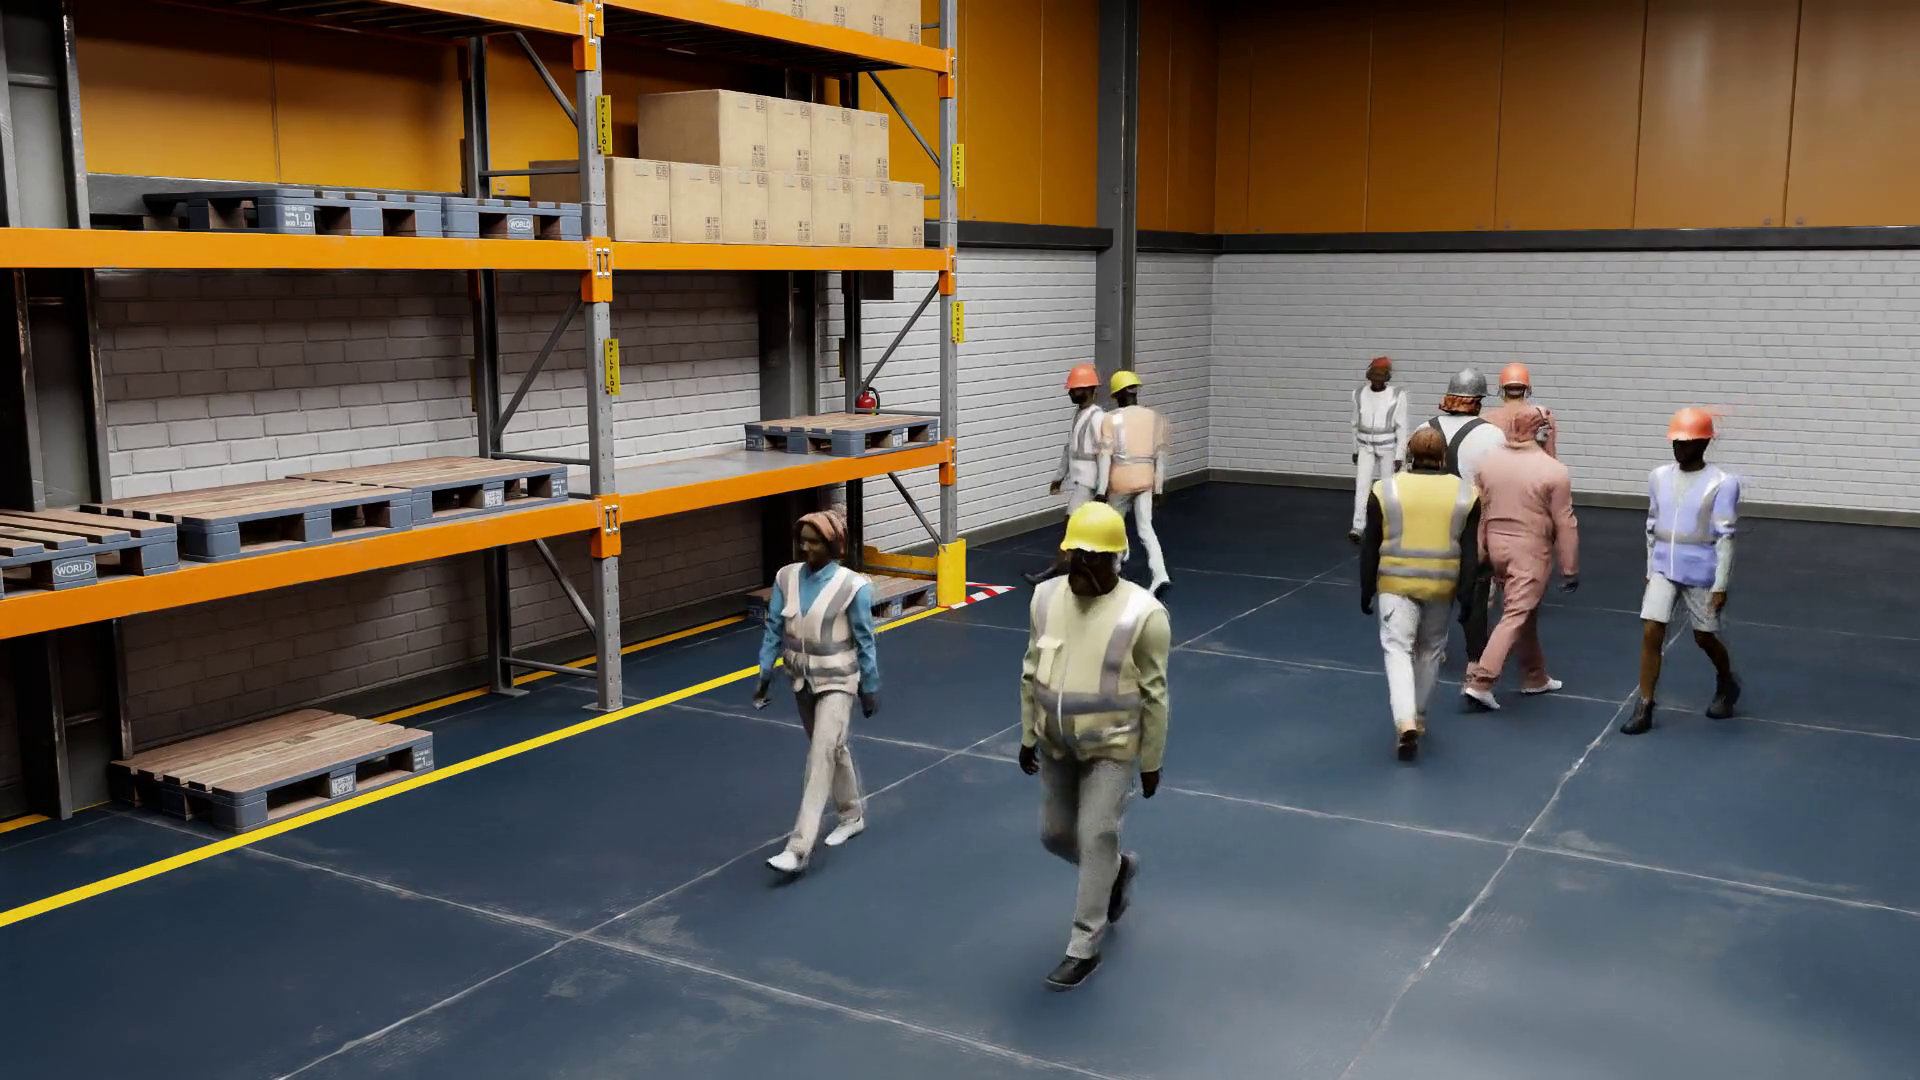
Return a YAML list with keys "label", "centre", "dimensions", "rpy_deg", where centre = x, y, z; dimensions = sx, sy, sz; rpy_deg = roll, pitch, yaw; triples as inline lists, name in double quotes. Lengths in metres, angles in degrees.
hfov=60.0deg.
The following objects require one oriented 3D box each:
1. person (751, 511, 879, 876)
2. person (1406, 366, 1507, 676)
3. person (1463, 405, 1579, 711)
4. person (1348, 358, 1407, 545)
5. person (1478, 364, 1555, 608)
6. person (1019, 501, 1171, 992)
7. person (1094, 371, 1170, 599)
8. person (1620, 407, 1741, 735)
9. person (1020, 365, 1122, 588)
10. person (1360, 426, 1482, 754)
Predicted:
- label: "person"
  centre: [-0.664, 0.670, 7.436]
  dimensions: [0.515, 1.594, 0.864]
  rpy_deg: [6, 11, 35]
- label: "person"
  centre: [3.338, -0.135, 11.063]
  dimensions: [0.682, 2.000, 0.536]
  rpy_deg: [9, 13, 43]
- label: "person"
  centre: [3.434, 0.102, 10.161]
  dimensions: [0.993, 1.861, 0.660]
  rpy_deg: [-6, 11, -31]
- label: "person"
  centre: [4.077, -0.868, 16.301]
  dimensions: [0.592, 1.818, 1.008]
  rpy_deg: [5, 11, 30]
- label: "person"
  centre: [4.260, -0.376, 12.842]
  dimensions: [0.622, 1.950, 0.976]
  rpy_deg: [3, 10, 18]
- label: "person"
  centre: [0.519, 0.738, 6.310]
  dimensions: [0.603, 1.817, 0.673]
  rpy_deg: [7, 11, 37]
- label: "person"
  centre: [1.419, -0.452, 13.632]
  dimensions: [0.658, 1.860, 0.953]
  rpy_deg: [-3, 10, -20]
- label: "person"
  centre: [4.267, 0.163, 9.670]
  dimensions: [0.943, 1.905, 0.556]
  rpy_deg: [-7, 11, -36]
- label: "person"
  centre: [0.965, -0.505, 13.846]
  dimensions: [0.954, 1.887, 0.558]
  rpy_deg: [-2, 9, -10]
- label: "person"
  centre: [2.556, 0.269, 9.262]
  dimensions: [0.632, 1.812, 0.861]
  rpy_deg: [1, 9, 7]
